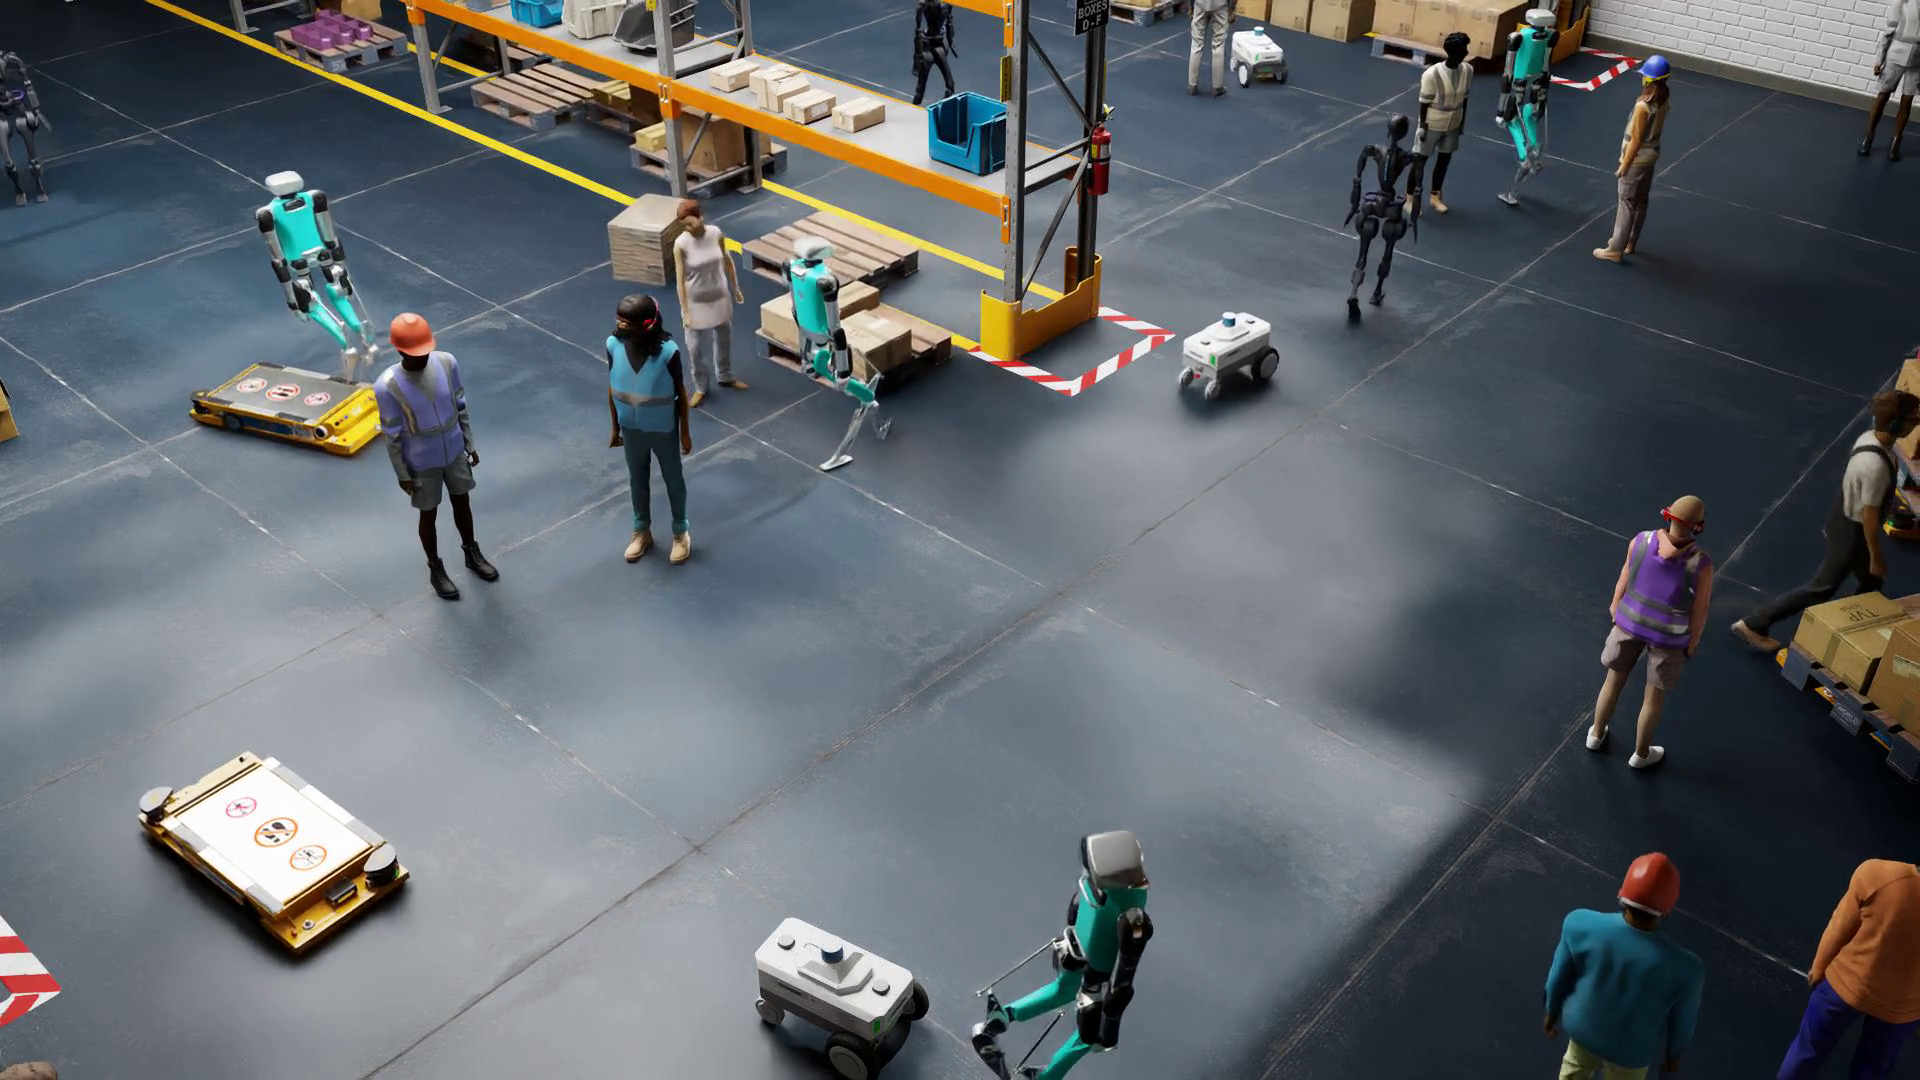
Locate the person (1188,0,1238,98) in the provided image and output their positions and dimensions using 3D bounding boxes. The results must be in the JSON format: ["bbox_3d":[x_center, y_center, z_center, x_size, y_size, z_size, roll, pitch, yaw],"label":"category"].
[{"bbox_3d":[2.649,-5.611,17.505,0.530,1.899,0.395,10,36,15],"label":"person"}]

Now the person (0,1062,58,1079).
[{"bbox_3d":[-3.150,2.467,6.006,0.486,1.663,0.341,21,40,27],"label":"person"}]

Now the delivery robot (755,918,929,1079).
[{"bbox_3d":[-0.546,2.062,7.584,0.788,0.610,0.499,19,39,25],"label":"delivery robot"}]

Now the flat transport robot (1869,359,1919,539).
[{"bbox_3d":[6.861,-0.235,11.150,1.431,0.231,0.659,3,35,4],"label":"flat transport robot"}]

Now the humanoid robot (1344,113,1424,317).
[{"bbox_3d":[3.381,-2.599,13.352,0.606,1.629,0.652,15,37,20],"label":"humanoid robot"}]

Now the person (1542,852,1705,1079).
[{"bbox_3d":[2.597,1.974,6.669,0.565,1.726,0.717,27,43,33],"label":"person"}]

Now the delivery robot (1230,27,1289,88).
[{"bbox_3d":[3.266,-5.313,18.259,0.499,0.598,0.777,-8,35,-12],"label":"delivery robot"}]

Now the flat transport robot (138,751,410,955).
[{"bbox_3d":[-3.552,1.552,8.562,1.431,0.231,0.659,24,41,31],"label":"flat transport robot"}]

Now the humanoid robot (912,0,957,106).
[{"bbox_3d":[-0.261,-4.988,16.822,0.648,1.615,0.610,25,42,32],"label":"humanoid robot"}]

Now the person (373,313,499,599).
[{"bbox_3d":[-3.181,-0.516,10.101,0.385,1.929,0.542,28,44,34],"label":"person"}]

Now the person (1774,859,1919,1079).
[{"bbox_3d":[3.715,1.798,6.710,0.521,1.972,0.405,19,39,26],"label":"person"}]

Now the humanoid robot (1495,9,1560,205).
[{"bbox_3d":[5.208,-3.855,15.109,0.552,1.798,0.709,-14,37,-20],"label":"humanoid robot"}]

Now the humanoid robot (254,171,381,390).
[{"bbox_3d":[-4.536,-1.731,12.036,0.818,1.767,0.543,27,43,33],"label":"humanoid robot"}]

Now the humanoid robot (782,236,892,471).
[{"bbox_3d":[-0.724,-1.301,11.454,0.884,1.831,0.548,-25,42,-31],"label":"humanoid robot"}]

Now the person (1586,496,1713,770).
[{"bbox_3d":[3.676,0.494,8.840,0.477,1.693,0.348,27,43,33],"label":"person"}]

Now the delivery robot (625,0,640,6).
[{"bbox_3d":[-4.209,-6.686,20.261,0.803,0.613,0.499,14,37,20],"label":"delivery robot"}]

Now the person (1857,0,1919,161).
[{"bbox_3d":[9.151,-4.635,16.073,0.545,1.925,0.387,14,37,19],"label":"person"}]

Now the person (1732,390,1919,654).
[{"bbox_3d":[5.110,-0.042,9.525,0.910,1.796,0.506,18,38,24],"label":"person"}]

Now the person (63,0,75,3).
[{"bbox_3d":[-11.324,-7.584,20.406,1.050,1.848,0.654,22,40,28],"label":"person"}]

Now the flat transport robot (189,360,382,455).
[{"bbox_3d":[-4.882,-0.983,12.234,1.431,0.231,0.659,12,36,17],"label":"flat transport robot"}]

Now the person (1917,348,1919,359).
[{"bbox_3d":[7.483,-1.915,12.270,0.523,1.763,0.326,-21,40,-28],"label":"person"}]

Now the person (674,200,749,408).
[{"bbox_3d":[-1.834,-1.755,12.150,0.539,1.634,0.332,-22,40,-28],"label":"person"}]

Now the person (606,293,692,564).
[{"bbox_3d":[-1.932,-0.700,10.418,0.528,1.867,0.397,6,35,8],"label":"person"}]

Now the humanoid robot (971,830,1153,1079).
[{"bbox_3d":[0.362,1.900,6.788,0.890,1.778,0.577,-9,36,-12],"label":"humanoid robot"}]

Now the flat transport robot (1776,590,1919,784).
[{"bbox_3d":[5.400,0.973,9.400,0.659,0.231,1.431,-11,36,-16],"label":"flat transport robot"}]

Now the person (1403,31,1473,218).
[{"bbox_3d":[4.331,-3.743,14.983,0.535,1.693,0.320,-12,36,-17],"label":"person"}]

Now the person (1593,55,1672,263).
[{"bbox_3d":[5.762,-3.240,14.175,0.468,1.778,0.323,-27,43,-34],"label":"person"}]

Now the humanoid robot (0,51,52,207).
[{"bbox_3d":[-8.656,-3.866,15.176,0.591,1.652,0.370,-17,38,-23],"label":"humanoid robot"}]

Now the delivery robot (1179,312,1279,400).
[{"bbox_3d":[2.035,-1.444,12.658,0.805,0.602,0.499,-27,43,-33],"label":"delivery robot"}]
